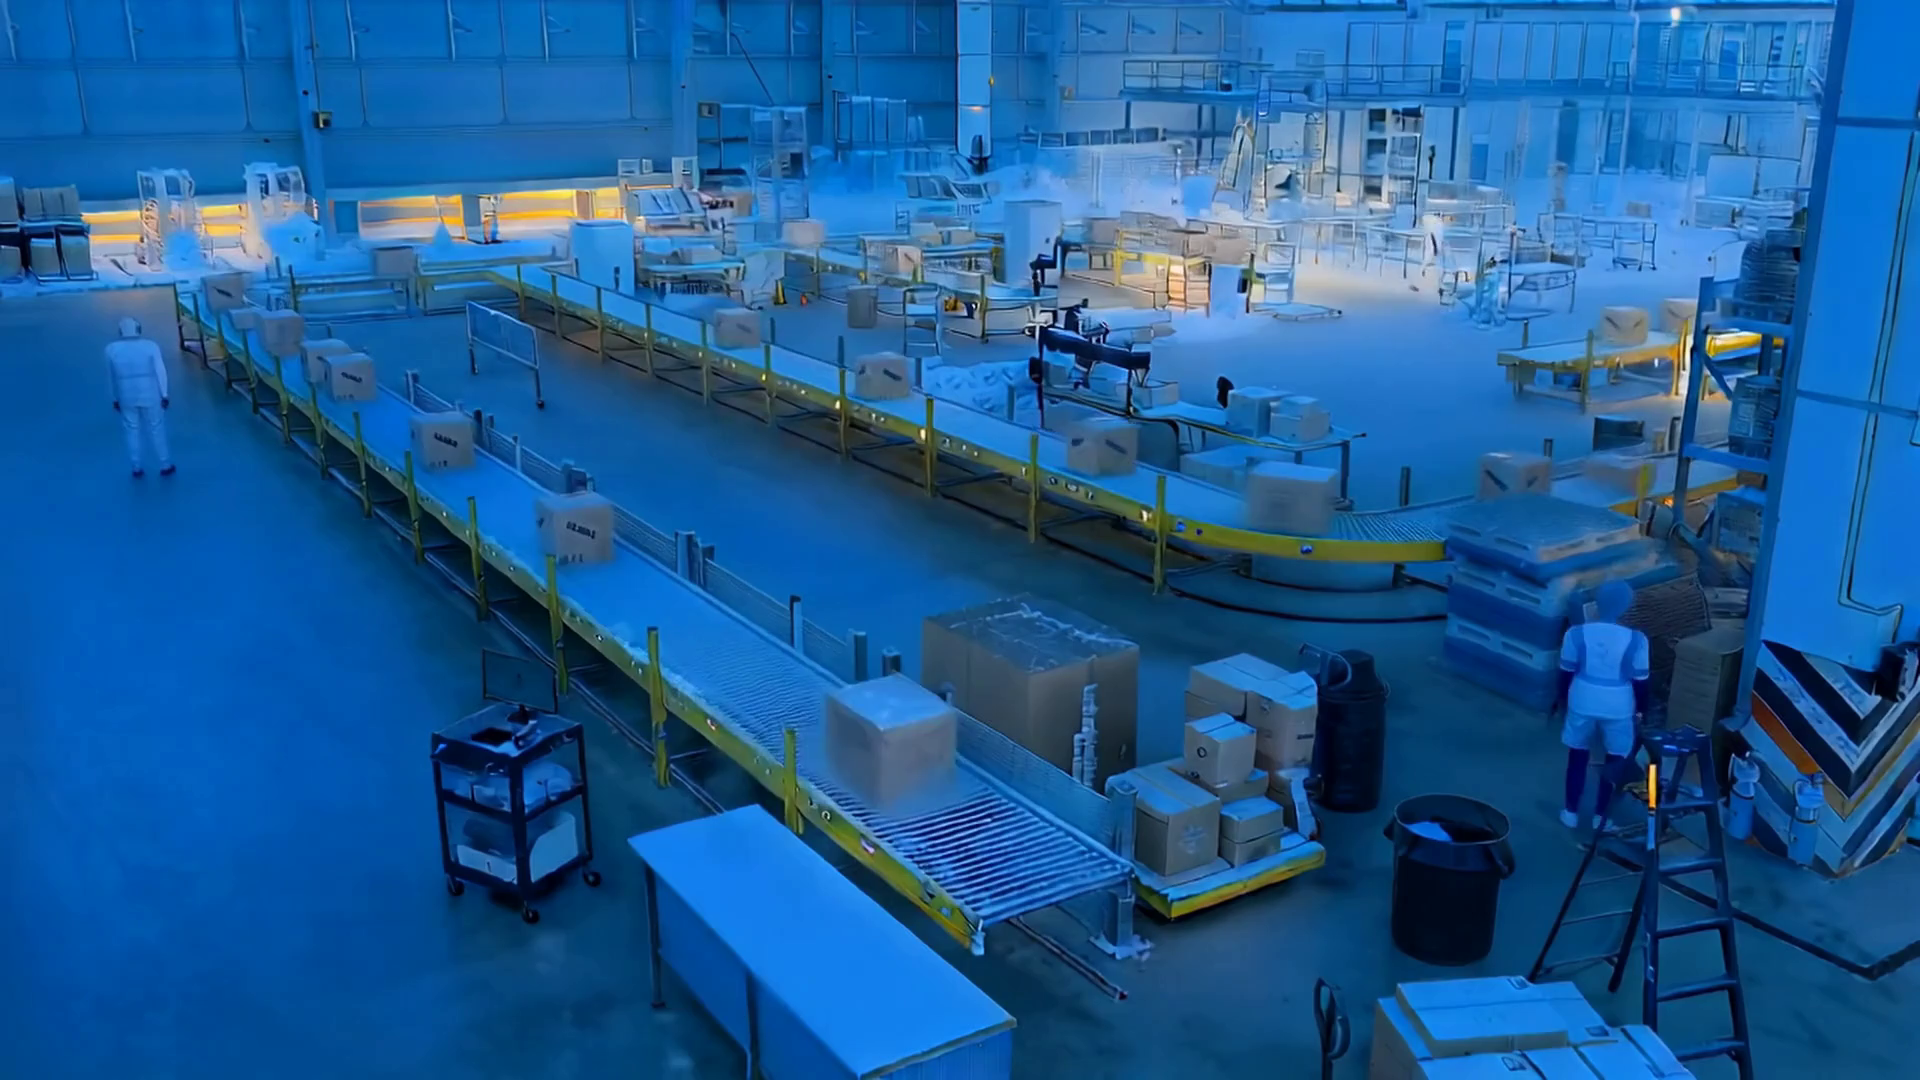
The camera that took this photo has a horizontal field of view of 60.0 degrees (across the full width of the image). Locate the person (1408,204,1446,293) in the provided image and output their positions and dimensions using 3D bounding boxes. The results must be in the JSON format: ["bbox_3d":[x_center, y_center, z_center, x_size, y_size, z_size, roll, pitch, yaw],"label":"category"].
[{"bbox_3d":[9.530,-5.843,33.482,0.998,1.819,0.527,15,22,41],"label":"person"}]

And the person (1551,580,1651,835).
[{"bbox_3d":[4.093,1.086,10.638,0.587,1.683,0.384,8,18,24],"label":"person"}]

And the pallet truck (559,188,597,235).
[{"bbox_3d":[-10.010,-8.652,43.699,0.653,1.274,1.630,-10,20,-31],"label":"pallet truck"}]

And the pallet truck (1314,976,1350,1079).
[{"bbox_3d":[2.299,2.390,7.086,1.601,1.201,0.680,-2,17,-7],"label":"pallet truck"}]

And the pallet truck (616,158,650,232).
[{"bbox_3d":[-8.918,-9.176,44.255,0.823,1.965,1.885,-9,19,-27],"label":"pallet truck"}]

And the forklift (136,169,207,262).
[{"bbox_3d":[-17.842,-7.318,37.559,1.157,1.987,2.680,-10,20,-31],"label":"forklift"}]

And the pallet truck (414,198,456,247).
[{"bbox_3d":[-13.250,-8.060,41.856,0.680,1.201,1.601,-10,20,-31],"label":"pallet truck"}]

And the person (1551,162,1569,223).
[{"bbox_3d":[16.841,-9.747,46.631,0.569,1.701,0.853,-5,18,-17],"label":"person"}]

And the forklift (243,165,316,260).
[{"bbox_3d":[-15.898,-7.669,38.708,1.157,1.987,2.680,-11,20,-33],"label":"forklift"}]

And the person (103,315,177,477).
[{"bbox_3d":[-9.604,-1.685,19.493,0.639,1.903,0.409,-4,17,-13],"label":"person"}]

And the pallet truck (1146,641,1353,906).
[{"bbox_3d":[1.664,1.407,10.232,1.630,1.274,0.653,-10,20,-31],"label":"pallet truck"}]

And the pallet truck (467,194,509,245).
[{"bbox_3d":[-11.983,-8.177,42.137,0.704,1.261,1.522,-11,20,-33],"label":"pallet truck"}]

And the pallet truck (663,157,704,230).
[{"bbox_3d":[-7.586,-9.308,44.692,0.823,1.965,1.885,-11,20,-33],"label":"pallet truck"}]
